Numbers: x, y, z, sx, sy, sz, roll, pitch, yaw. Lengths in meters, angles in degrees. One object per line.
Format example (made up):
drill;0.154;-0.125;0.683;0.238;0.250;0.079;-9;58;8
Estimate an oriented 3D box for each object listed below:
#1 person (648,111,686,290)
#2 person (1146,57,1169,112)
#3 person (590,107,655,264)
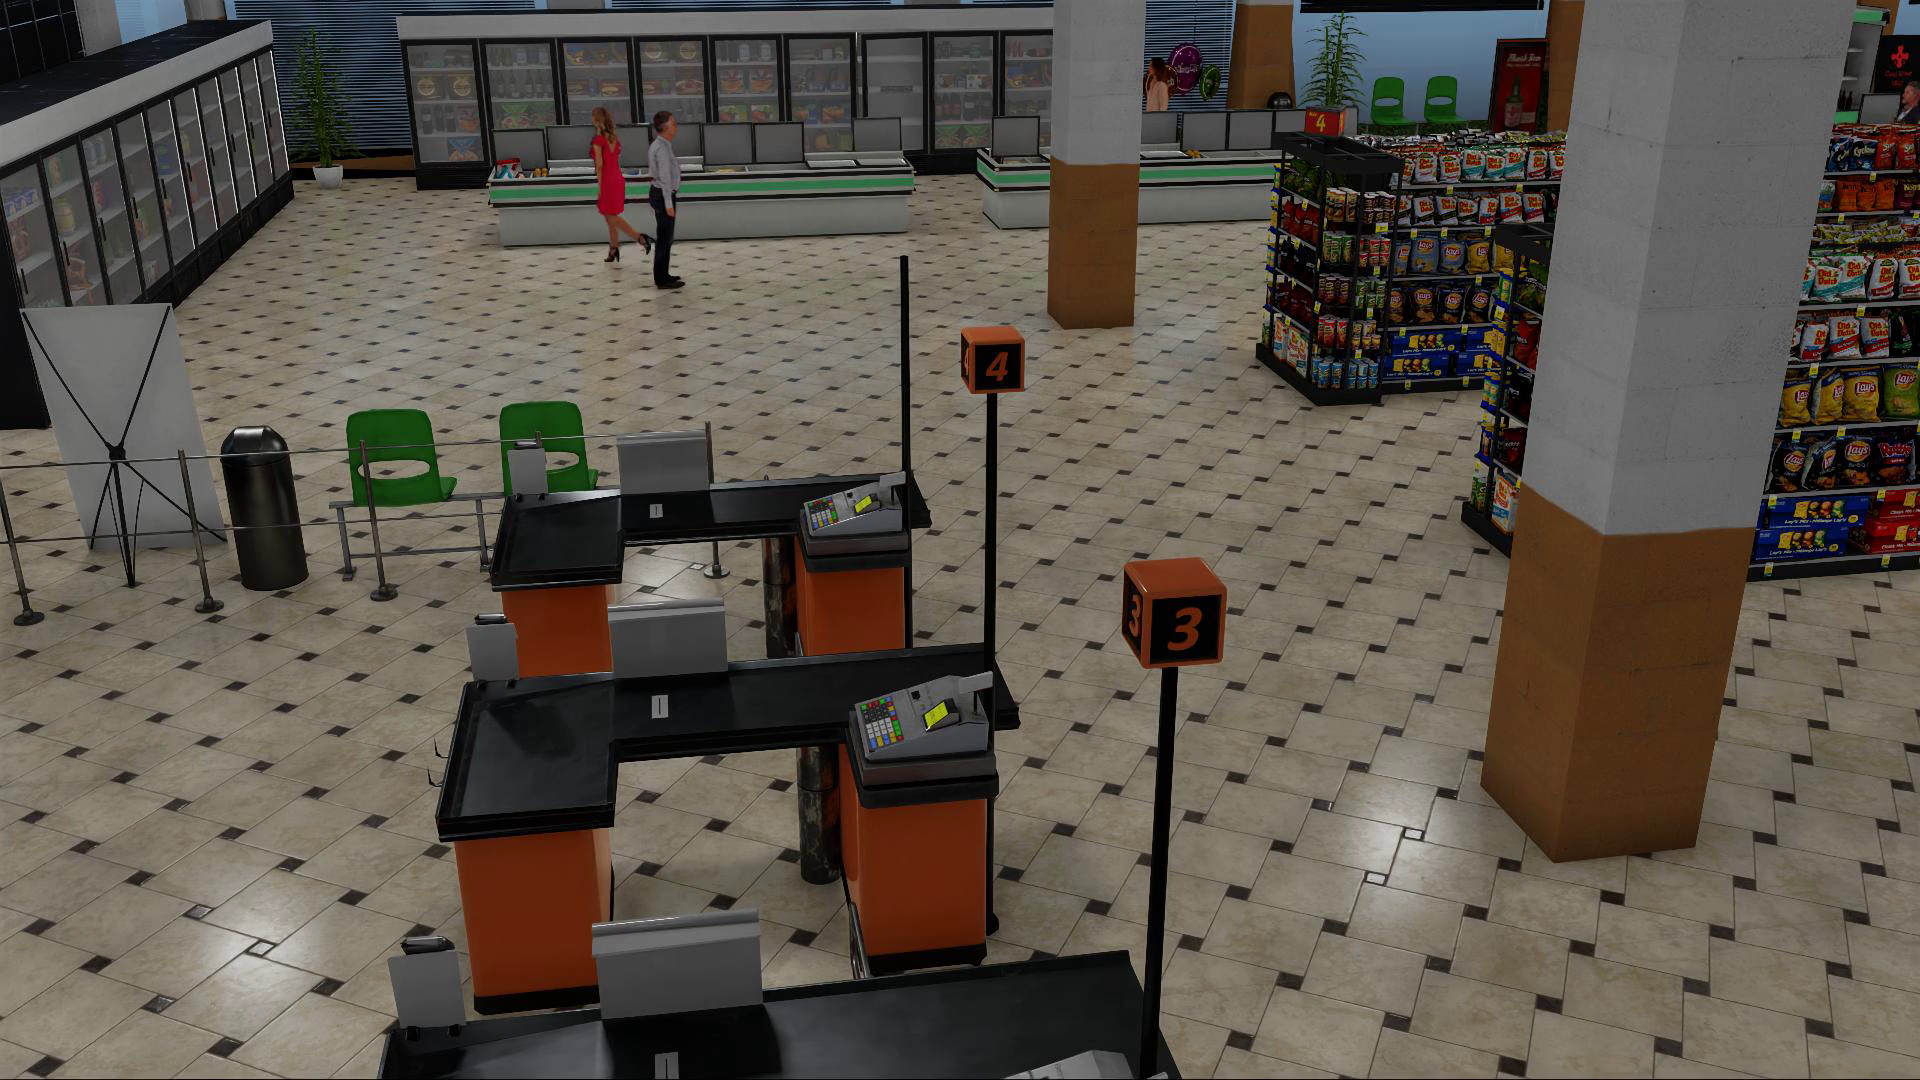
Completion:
person;-3.084;-3.545;17.324;0.610;1.814;0.677;-6;23;-15
person;2.668;-5.611;22.496;0.518;1.792;0.585;-4;22;-11
person;-3.767;-3.867;18.272;0.994;1.705;0.834;7;23;18
